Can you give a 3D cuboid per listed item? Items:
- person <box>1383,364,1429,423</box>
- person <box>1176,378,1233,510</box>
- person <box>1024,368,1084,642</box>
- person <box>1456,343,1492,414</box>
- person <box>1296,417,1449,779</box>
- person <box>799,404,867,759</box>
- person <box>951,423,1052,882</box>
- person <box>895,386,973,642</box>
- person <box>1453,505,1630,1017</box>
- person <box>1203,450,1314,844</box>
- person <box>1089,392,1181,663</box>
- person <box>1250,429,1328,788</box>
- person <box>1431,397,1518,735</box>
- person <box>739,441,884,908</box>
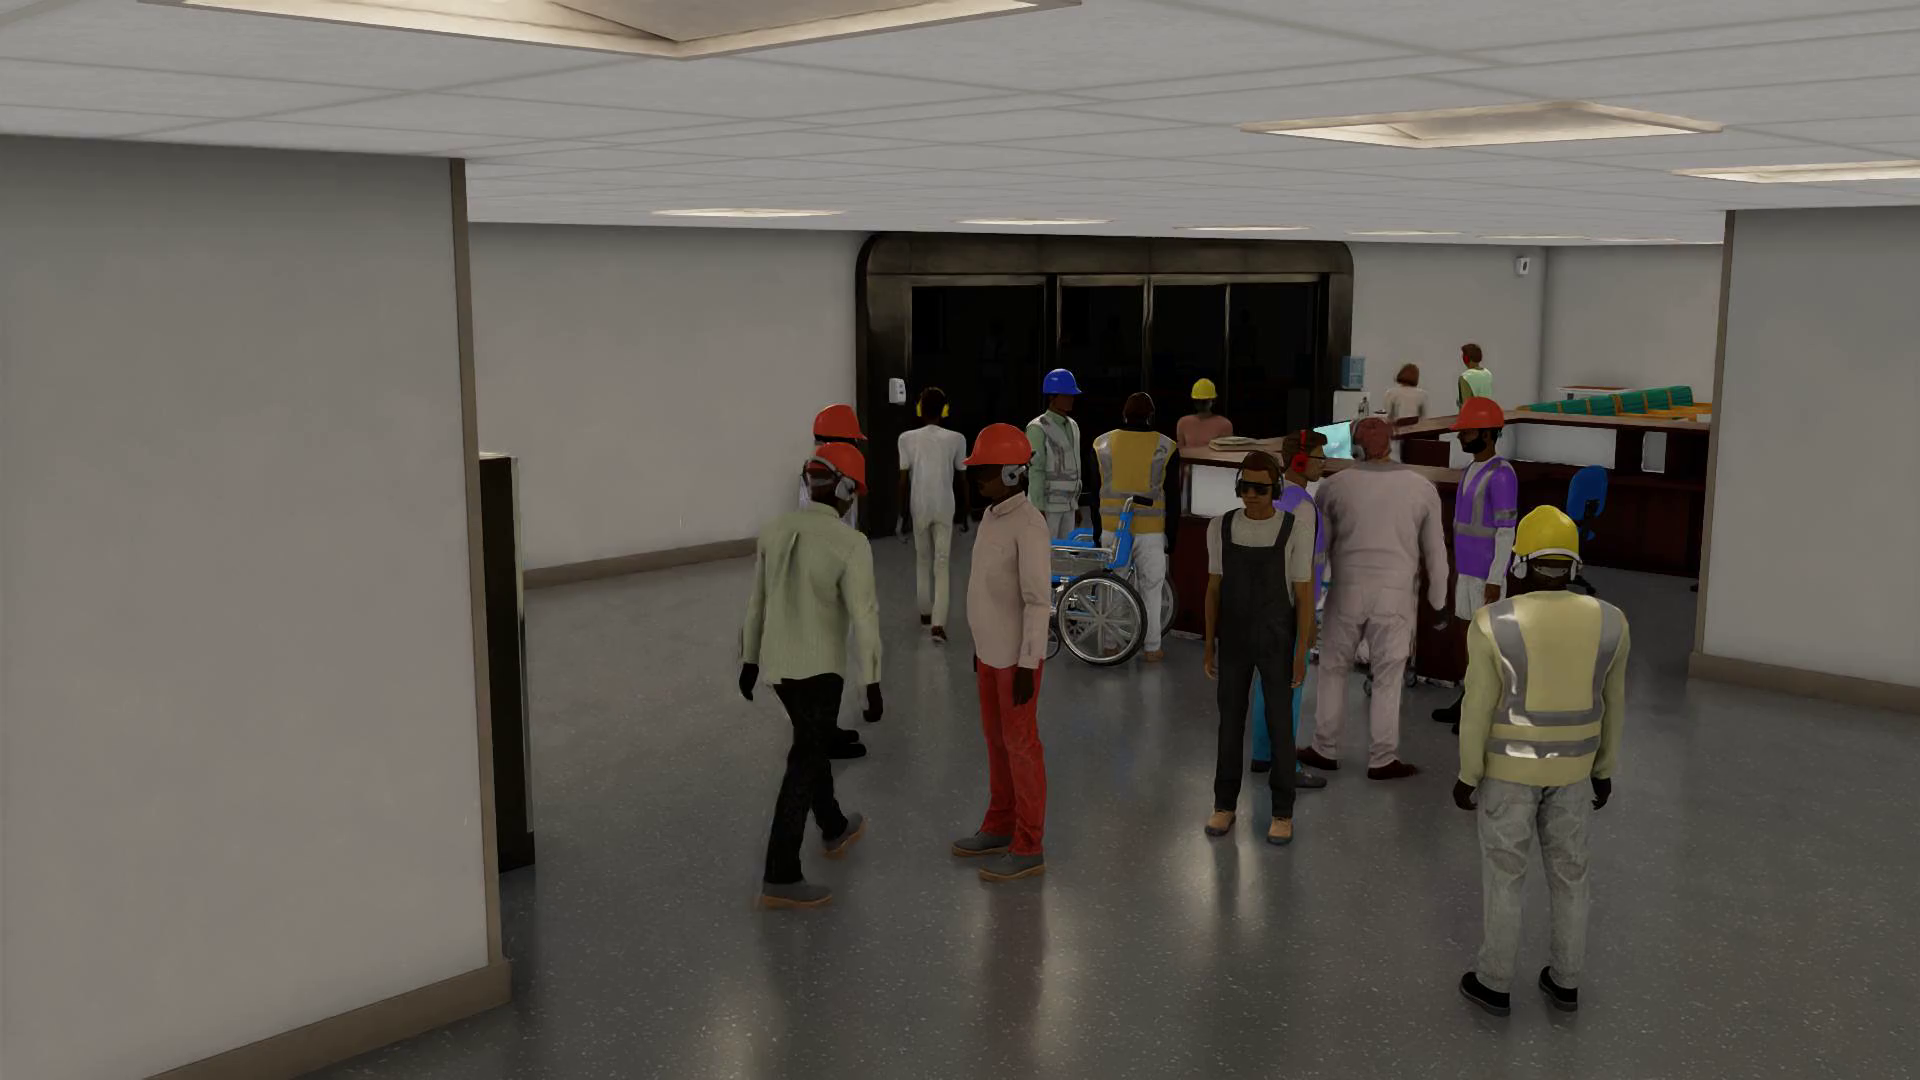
[{"bbox_3d":[4.890,-1.125,18.355,0.552,1.611,0.321,0,9,-2],"label":"person"},{"bbox_3d":[2.110,-0.526,14.254,0.531,1.745,0.684,6,11,32],"label":"person"},{"bbox_3d":[0.689,-0.257,11.959,0.389,1.949,0.604,6,11,32],"label":"person"},{"bbox_3d":[5.668,-1.245,18.364,0.387,1.838,0.565,9,13,44],"label":"person"},{"bbox_3d":[2.167,0.305,8.725,0.771,1.887,0.446,2,10,14],"label":"person"},{"bbox_3d":[-0.688,0.223,9.091,0.389,1.928,0.550,-2,10,-13],"label":"person"},{"bbox_3d":[0.196,0.482,7.292,0.381,1.994,0.619,-3,10,-20],"label":"person"},{"bbox_3d":[-0.185,-0.197,12.017,0.553,1.823,0.990,0,9,1],"label":"person"},{"bbox_3d":[2.043,0.787,5.918,0.600,1.831,0.404,-1,9,-6],"label":"person"},{"bbox_3d":[1.372,0.493,7.721,0.503,1.837,0.350,5,10,26],"label":"person"},{"bbox_3d":[1.184,-0.079,11.242,0.626,1.837,0.429,2,10,14],"label":"person"},{"bbox_3d":[1.682,0.348,8.586,0.374,1.839,0.569,-1,9,-9],"label":"person"},{"bbox_3d":[2.941,0.151,9.494,0.366,1.935,0.552,-1,9,-5],"label":"person"},{"bbox_3d":[-0.584,0.542,7.170,0.710,1.901,0.992,8,12,40],"label":"person"}]
